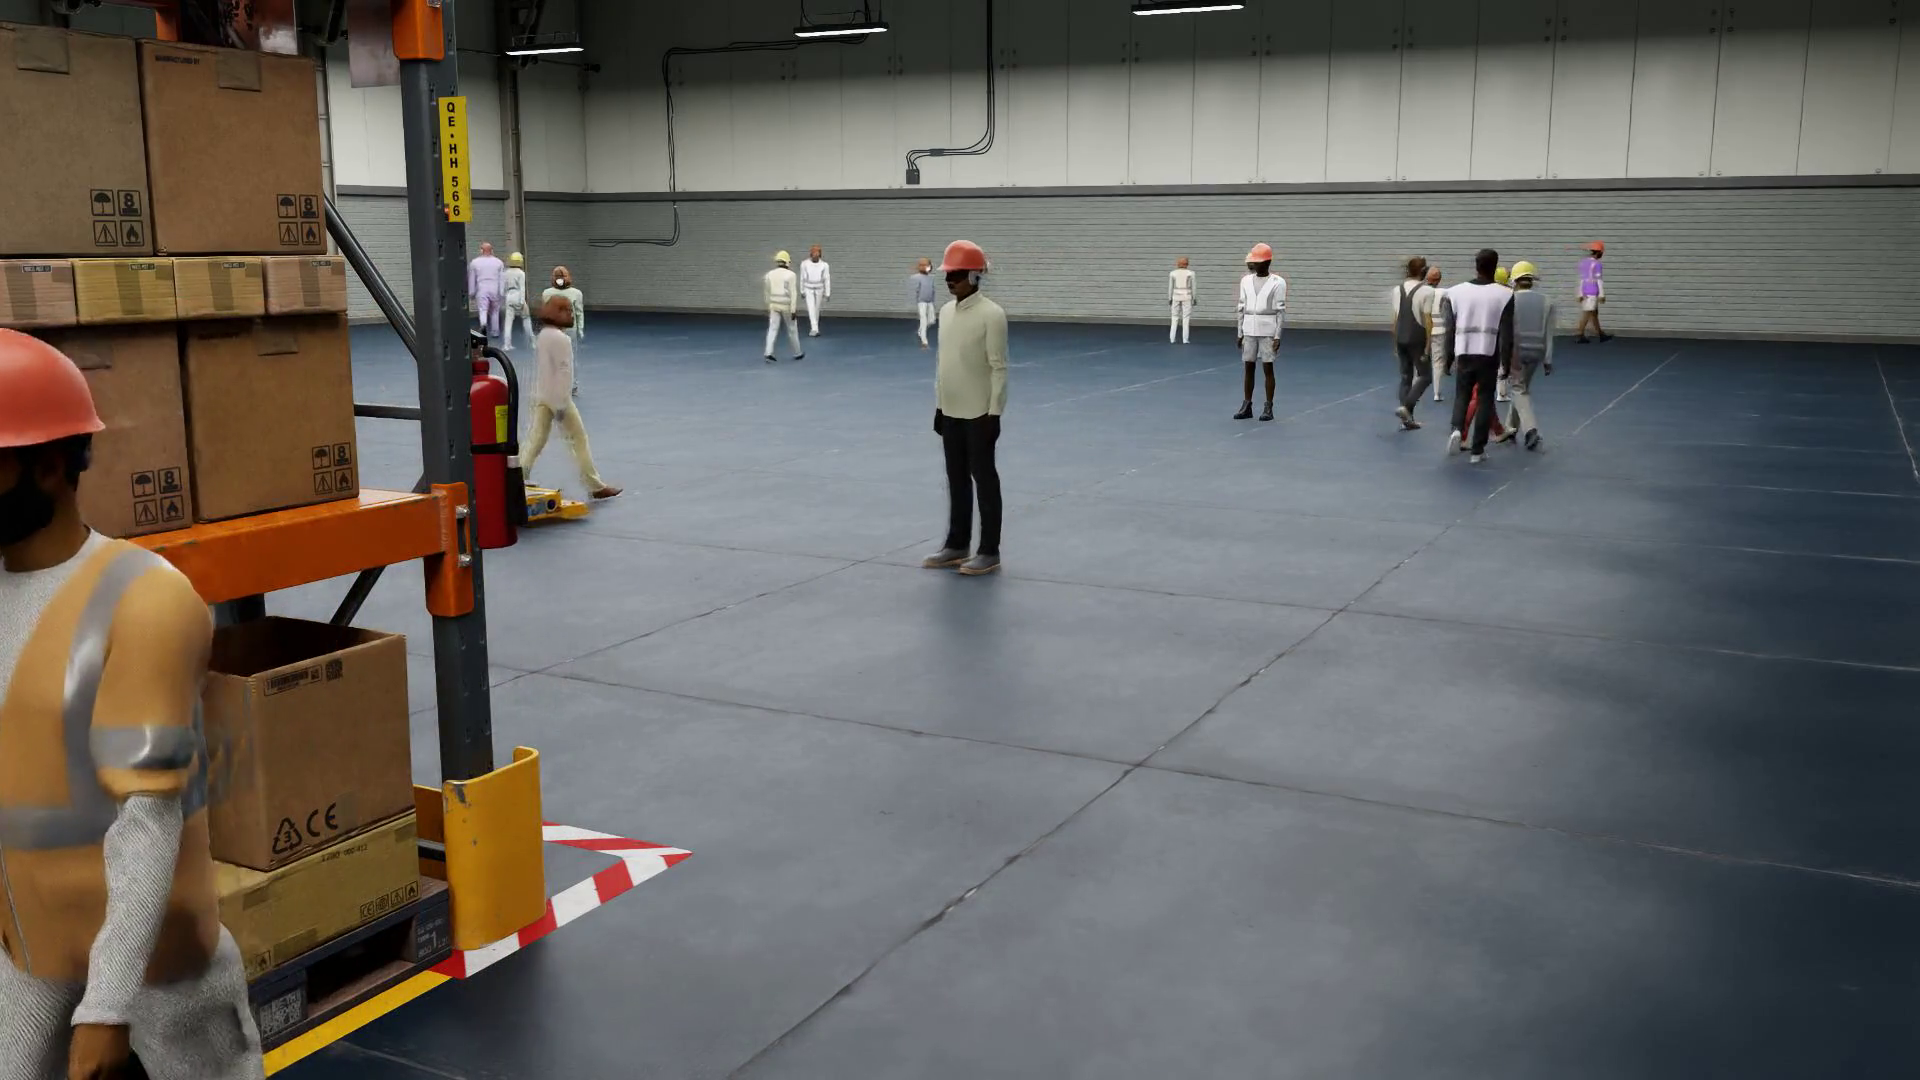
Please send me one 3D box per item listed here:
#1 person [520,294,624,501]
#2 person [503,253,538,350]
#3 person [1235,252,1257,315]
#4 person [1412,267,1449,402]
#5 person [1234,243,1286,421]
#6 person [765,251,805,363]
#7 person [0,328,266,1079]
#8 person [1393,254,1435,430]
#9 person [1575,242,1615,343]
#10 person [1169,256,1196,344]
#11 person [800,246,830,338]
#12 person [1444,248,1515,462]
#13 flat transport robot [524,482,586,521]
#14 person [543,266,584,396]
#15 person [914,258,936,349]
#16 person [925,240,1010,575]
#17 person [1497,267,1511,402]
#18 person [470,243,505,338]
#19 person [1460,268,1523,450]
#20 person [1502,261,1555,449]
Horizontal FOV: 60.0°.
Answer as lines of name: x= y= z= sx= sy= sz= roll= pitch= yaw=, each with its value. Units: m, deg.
person: x=-3.012 y=-1.051 z=12.508 sx=0.871 sy=1.580 sz=0.510 roll=-8 pitch=13 yaw=-37
person: x=-7.853 y=-4.256 z=29.665 sx=0.504 sy=1.706 sz=0.871 roll=5 pitch=12 yaw=26
person: x=4.706 y=-3.793 z=27.039 sx=0.543 sy=1.741 sz=0.722 roll=9 pitch=14 yaw=40
person: x=5.725 y=-2.500 z=20.271 sx=0.522 sy=1.639 sz=0.306 roll=3 pitch=11 yaw=15
person: x=3.284 y=-2.276 z=18.243 sx=0.544 sy=1.936 sz=0.359 roll=7 pitch=12 yaw=33
person: x=-2.840 y=-3.707 z=26.500 sx=0.603 sy=1.777 sz=0.946 roll=5 pitch=11 yaw=24
person: x=-1.406 y=0.616 z=2.615 sx=0.547 sy=1.884 sz=0.996 roll=4 pitch=11 yaw=22
person: x=4.668 y=-2.032 z=17.206 sx=0.452 sy=1.827 sz=0.515 roll=-9 pitch=14 yaw=-40
person: x=11.960 y=-4.629 z=31.189 sx=0.885 sy=1.895 sz=0.574 roll=-1 pitch=10 yaw=-6
person: x=4.149 y=-4.475 z=31.061 sx=0.522 sy=1.634 sz=0.337 roll=4 pitch=11 yaw=21
person: x=-2.892 y=-4.953 z=33.222 sx=0.581 sy=1.808 sz=1.067 roll=-2 pitch=11 yaw=-10
person: x=4.614 y=-1.632 z=14.803 sx=0.605 sy=1.908 sz=0.487 roll=6 pitch=12 yaw=31
flat transport robot: x=-3.349 y=-0.205 z=11.493 sx=0.652 sy=0.197 sz=1.431 roll=7 pitch=13 yaw=34
person: x=-4.993 y=-2.620 z=20.940 sx=0.507 sy=1.631 sz=0.266 roll=-1 pitch=10 yaw=-7
person: x=-0.661 y=-4.246 z=29.852 sx=0.511 sy=1.622 sz=0.454 roll=-10 pitch=14 yaw=-42
person: x=0.034 y=-0.789 z=9.977 sx=0.402 sy=1.990 sz=0.622 roll=-8 pitch=13 yaw=-37
person: x=6.533 y=-2.496 z=20.251 sx=0.523 sy=1.637 sz=0.311 roll=10 pitch=14 yaw=44
person: x=-9.208 y=-4.848 z=32.427 sx=0.652 sy=1.882 sz=0.813 roll=-2 pitch=11 yaw=-13
person: x=5.028 y=-1.708 z=15.748 sx=0.948 sy=1.711 sz=0.527 roll=-5 pitch=12 yaw=-26
person: x=5.391 y=-1.771 z=15.908 sx=0.594 sy=1.789 sz=0.925 roll=-2 pitch=11 yaw=-11
